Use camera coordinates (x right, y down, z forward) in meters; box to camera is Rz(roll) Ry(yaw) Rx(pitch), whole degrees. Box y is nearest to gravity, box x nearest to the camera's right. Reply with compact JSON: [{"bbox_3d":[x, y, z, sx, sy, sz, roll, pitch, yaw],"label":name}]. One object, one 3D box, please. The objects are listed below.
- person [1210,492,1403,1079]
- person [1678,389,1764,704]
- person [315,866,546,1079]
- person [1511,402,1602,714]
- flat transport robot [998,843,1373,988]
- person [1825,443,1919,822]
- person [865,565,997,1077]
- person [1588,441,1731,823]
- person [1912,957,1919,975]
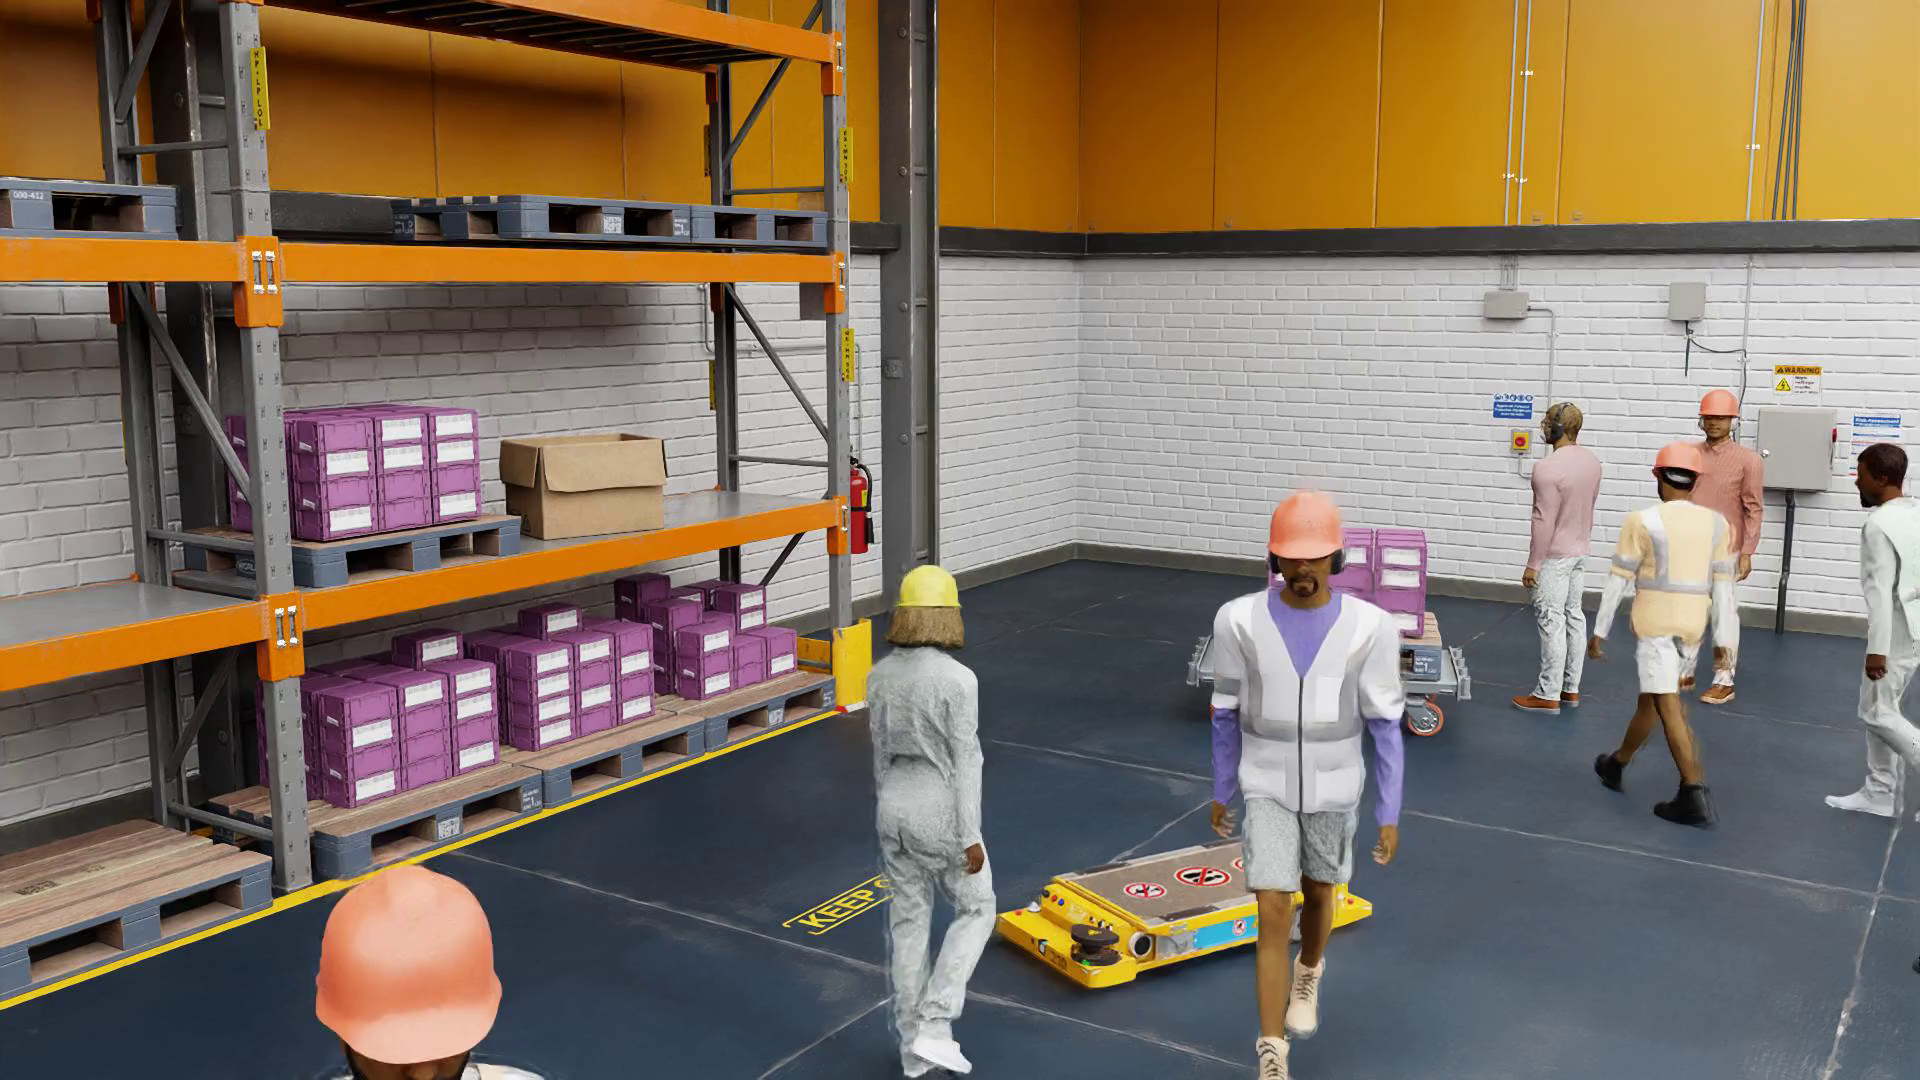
[{"bbox_3d":[1.149,0.823,5.551,0.628,1.989,1.042,2,9,12],"label":"person"},{"bbox_3d":[4.787,0.035,10.628,0.374,1.996,0.622,-5,10,-32],"label":"person"},{"bbox_3d":[-0.804,1.342,2.434,0.542,1.910,0.821,-3,9,-21],"label":"person"},{"bbox_3d":[3.707,0.111,10.329,0.630,1.940,0.372,-8,12,-41],"label":"person"},{"bbox_3d":[0.931,1.484,6.798,1.431,0.197,0.652,-5,10,-30],"label":"flat transport robot"},{"bbox_3d":[4.648,0.476,8.143,0.603,1.885,0.623,8,12,43],"label":"person"},{"bbox_3d":[-0.093,0.948,5.604,0.528,1.708,0.420,7,11,39],"label":"person"},{"bbox_3d":[3.551,0.445,8.416,0.638,1.869,0.963,-2,9,-13],"label":"person"},{"bbox_3d":[3.987,0.754,6.242,0.589,1.916,0.509,5,10,28],"label":"person"}]
